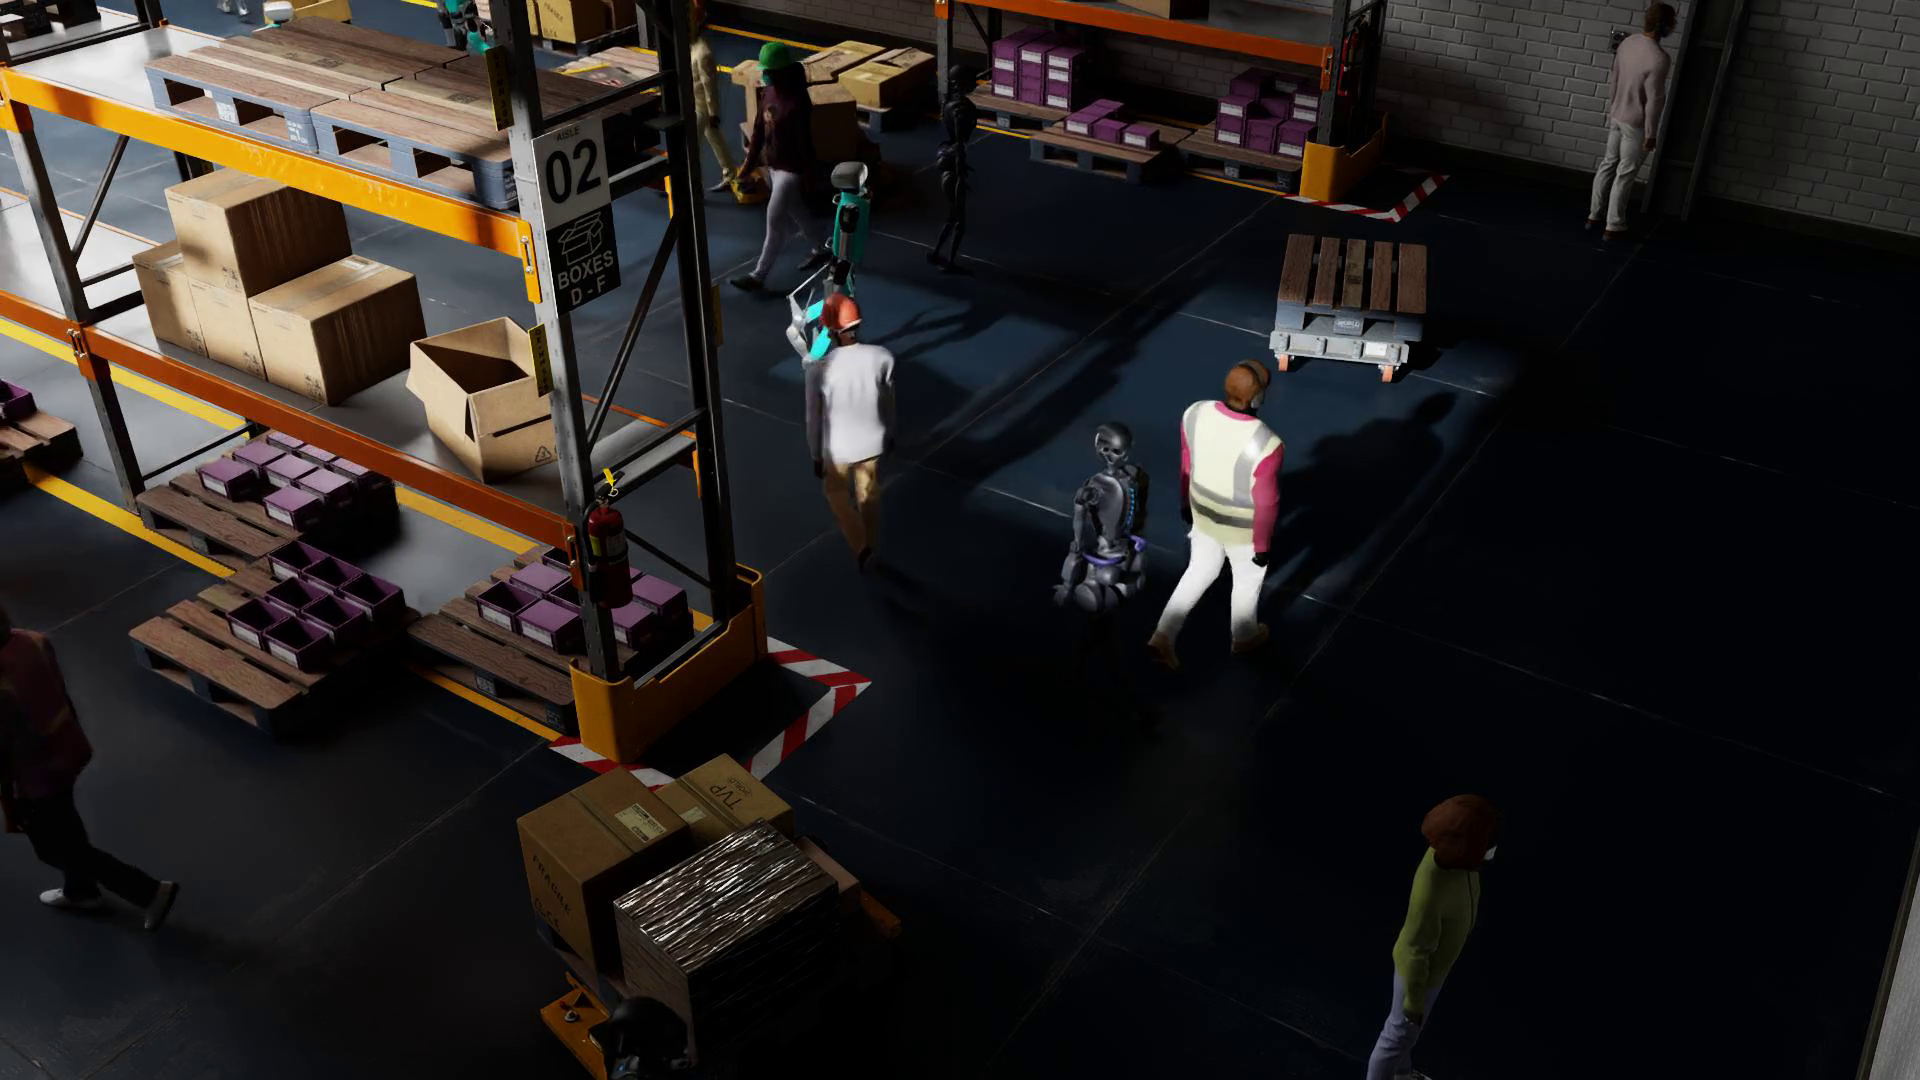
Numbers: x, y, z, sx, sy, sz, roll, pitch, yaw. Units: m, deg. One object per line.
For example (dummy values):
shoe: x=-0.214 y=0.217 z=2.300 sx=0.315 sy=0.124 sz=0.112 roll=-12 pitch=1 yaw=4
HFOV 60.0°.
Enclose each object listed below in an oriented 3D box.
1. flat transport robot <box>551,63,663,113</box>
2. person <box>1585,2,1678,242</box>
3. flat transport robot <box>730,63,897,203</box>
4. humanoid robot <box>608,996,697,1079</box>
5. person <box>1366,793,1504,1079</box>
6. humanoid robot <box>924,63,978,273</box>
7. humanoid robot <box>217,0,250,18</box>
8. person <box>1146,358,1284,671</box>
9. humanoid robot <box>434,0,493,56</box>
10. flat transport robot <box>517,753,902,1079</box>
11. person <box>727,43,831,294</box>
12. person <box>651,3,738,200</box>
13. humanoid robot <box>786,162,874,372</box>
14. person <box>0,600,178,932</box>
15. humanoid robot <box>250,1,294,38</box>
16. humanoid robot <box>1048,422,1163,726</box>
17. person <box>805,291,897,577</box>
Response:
flat transport robot: x=-3.561 y=-4.542 z=16.854 sx=0.659 sy=0.231 sz=1.431 roll=-22 pitch=39 yaw=-30
person: x=5.500 y=-3.408 z=13.582 sx=0.354 sy=1.937 sz=0.634 roll=-6 pitch=34 yaw=-10
flat transport robot: x=-1.348 y=-3.298 z=14.942 sx=1.431 sy=0.231 sz=0.659 roll=-11 pitch=35 yaw=-16
humanoid robot: x=-0.993 y=2.059 z=5.409 sx=0.389 sy=1.648 sz=0.599 roll=4 pitch=33 yaw=6
person: x=1.754 y=1.576 z=6.198 sx=0.267 sy=1.630 sz=0.506 roll=18 pitch=37 yaw=26
humanoid robot: x=-0.078 y=-2.919 z=13.088 sx=0.432 sy=1.649 sz=0.596 roll=-1 pitch=33 yaw=-2
humanoid robot: x=-8.398 y=-6.787 z=19.004 sx=0.545 sy=1.757 sz=1.039 roll=-28 pitch=43 yaw=-36
person: x=1.359 y=-0.099 z=8.608 sx=0.785 sy=1.816 sz=0.632 roll=-27 pitch=42 yaw=-35
humanoid robot: x=-4.528 y=-4.753 z=15.871 sx=0.887 sy=1.772 sz=0.532 roll=11 pitch=35 yaw=16
flat transport robot: x=-0.999 y=1.806 z=7.097 sx=1.431 sy=0.231 sz=0.659 roll=-26 pitch=41 yaw=-34
person: x=-1.414 y=-2.871 z=12.814 sx=1.049 sy=1.878 sz=0.491 roll=-22 pitch=39 yaw=-30
person: x=-2.334 y=-3.780 z=14.351 sx=0.834 sy=1.713 sz=0.573 roll=-7 pitch=34 yaw=-11
humanoid robot: x=-0.938 y=-1.609 z=11.098 sx=0.762 sy=1.883 sz=0.541 roll=3 pitch=33 yaw=5
person: x=-3.809 y=0.945 z=6.993 sx=0.682 sy=1.818 sz=0.535 roll=1 pitch=33 yaw=2
humanoid robot: x=-5.478 y=-3.512 z=14.026 sx=0.542 sy=1.900 sz=0.728 roll=-20 pitch=38 yaw=-27
humanoid robot: x=0.763 y=0.190 z=8.351 sx=0.604 sy=1.646 sz=0.753 roll=-27 pitch=42 yaw=-35
person: x=-0.589 y=-0.556 z=9.383 sx=0.572 sy=1.732 sz=0.524 roll=-15 pitch=36 yaw=-22
